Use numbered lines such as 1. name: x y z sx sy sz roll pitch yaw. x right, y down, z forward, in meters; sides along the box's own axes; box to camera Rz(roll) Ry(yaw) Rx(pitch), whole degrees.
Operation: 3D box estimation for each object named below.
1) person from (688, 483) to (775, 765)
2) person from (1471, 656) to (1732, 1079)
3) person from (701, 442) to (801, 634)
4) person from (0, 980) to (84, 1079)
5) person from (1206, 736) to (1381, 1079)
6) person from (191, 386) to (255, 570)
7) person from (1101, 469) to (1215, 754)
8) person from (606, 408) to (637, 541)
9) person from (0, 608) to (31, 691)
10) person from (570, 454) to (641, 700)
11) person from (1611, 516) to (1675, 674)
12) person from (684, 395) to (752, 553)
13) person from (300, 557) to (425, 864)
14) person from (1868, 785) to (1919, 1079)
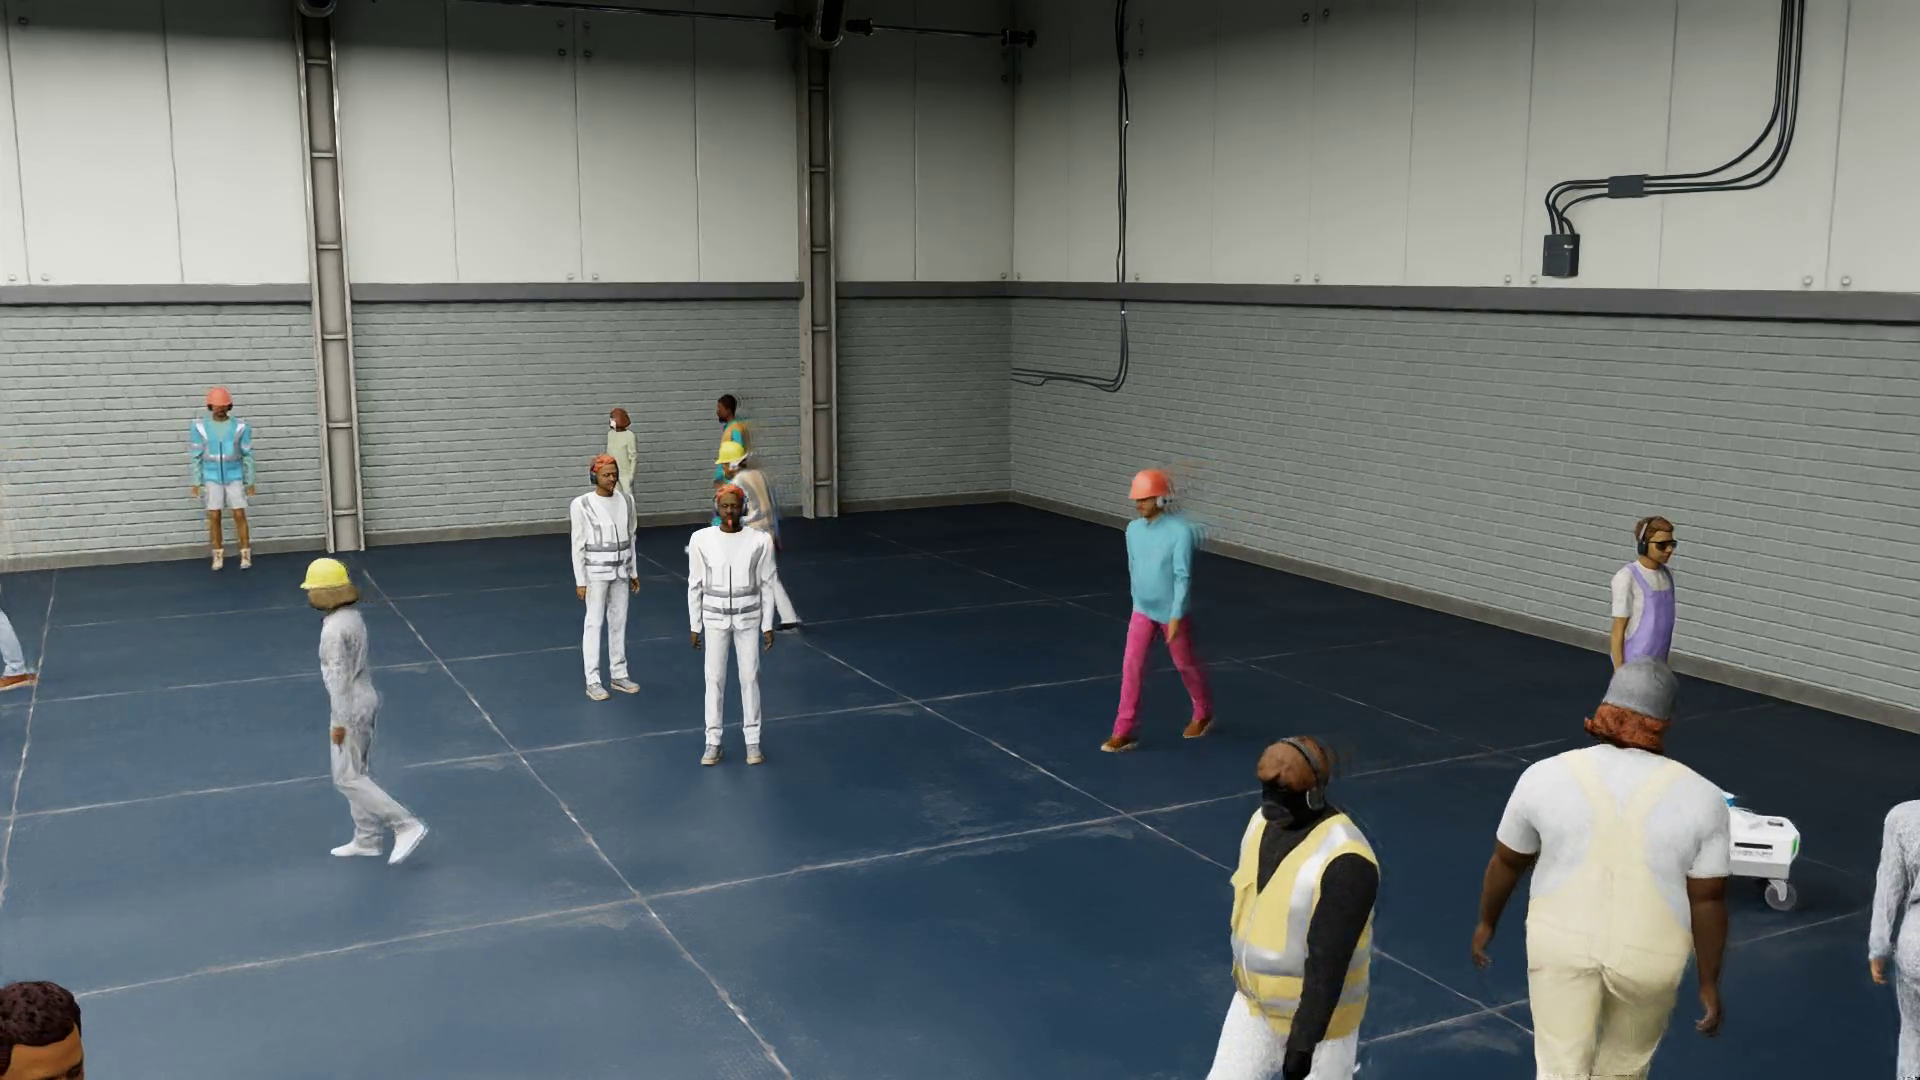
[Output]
1. person: -1.518 0.559 11.068 0.574 1.885 0.356 -1 9 -6
2. person: 2.194 1.344 5.749 0.809 2.000 0.987 4 10 22
3. person: -1.892 -0.009 14.986 1.007 1.747 0.597 2 9 13
4. person: -1.836 1.800 3.379 0.416 1.928 0.626 4 10 25
5. person: 1.009 1.522 5.373 0.688 1.810 0.619 -4 10 -25
6. person: -8.057 -0.674 18.209 0.622 2.035 0.411 -3 10 -19
7. person: 1.412 0.471 11.474 0.633 1.946 1.019 8 12 42
8. person: -4.093 -0.779 20.074 0.498 1.634 0.278 7 12 38
9. person: -7.739 0.257 12.740 1.035 1.933 0.612 -8 12 -42
10. person: -2.715 0.276 12.809 0.344 1.882 0.584 8 12 41
11. person: 4.062 0.764 9.920 0.517 1.843 0.326 -6 11 -34
12. person: -2.653 -0.707 18.895 0.998 1.867 0.592 -1 9 -9
13. person: -3.305 0.944 9.199 0.595 1.715 0.507 -1 9 -7
14. person: 3.529 1.477 5.883 0.588 1.719 0.500 -7 12 -38
